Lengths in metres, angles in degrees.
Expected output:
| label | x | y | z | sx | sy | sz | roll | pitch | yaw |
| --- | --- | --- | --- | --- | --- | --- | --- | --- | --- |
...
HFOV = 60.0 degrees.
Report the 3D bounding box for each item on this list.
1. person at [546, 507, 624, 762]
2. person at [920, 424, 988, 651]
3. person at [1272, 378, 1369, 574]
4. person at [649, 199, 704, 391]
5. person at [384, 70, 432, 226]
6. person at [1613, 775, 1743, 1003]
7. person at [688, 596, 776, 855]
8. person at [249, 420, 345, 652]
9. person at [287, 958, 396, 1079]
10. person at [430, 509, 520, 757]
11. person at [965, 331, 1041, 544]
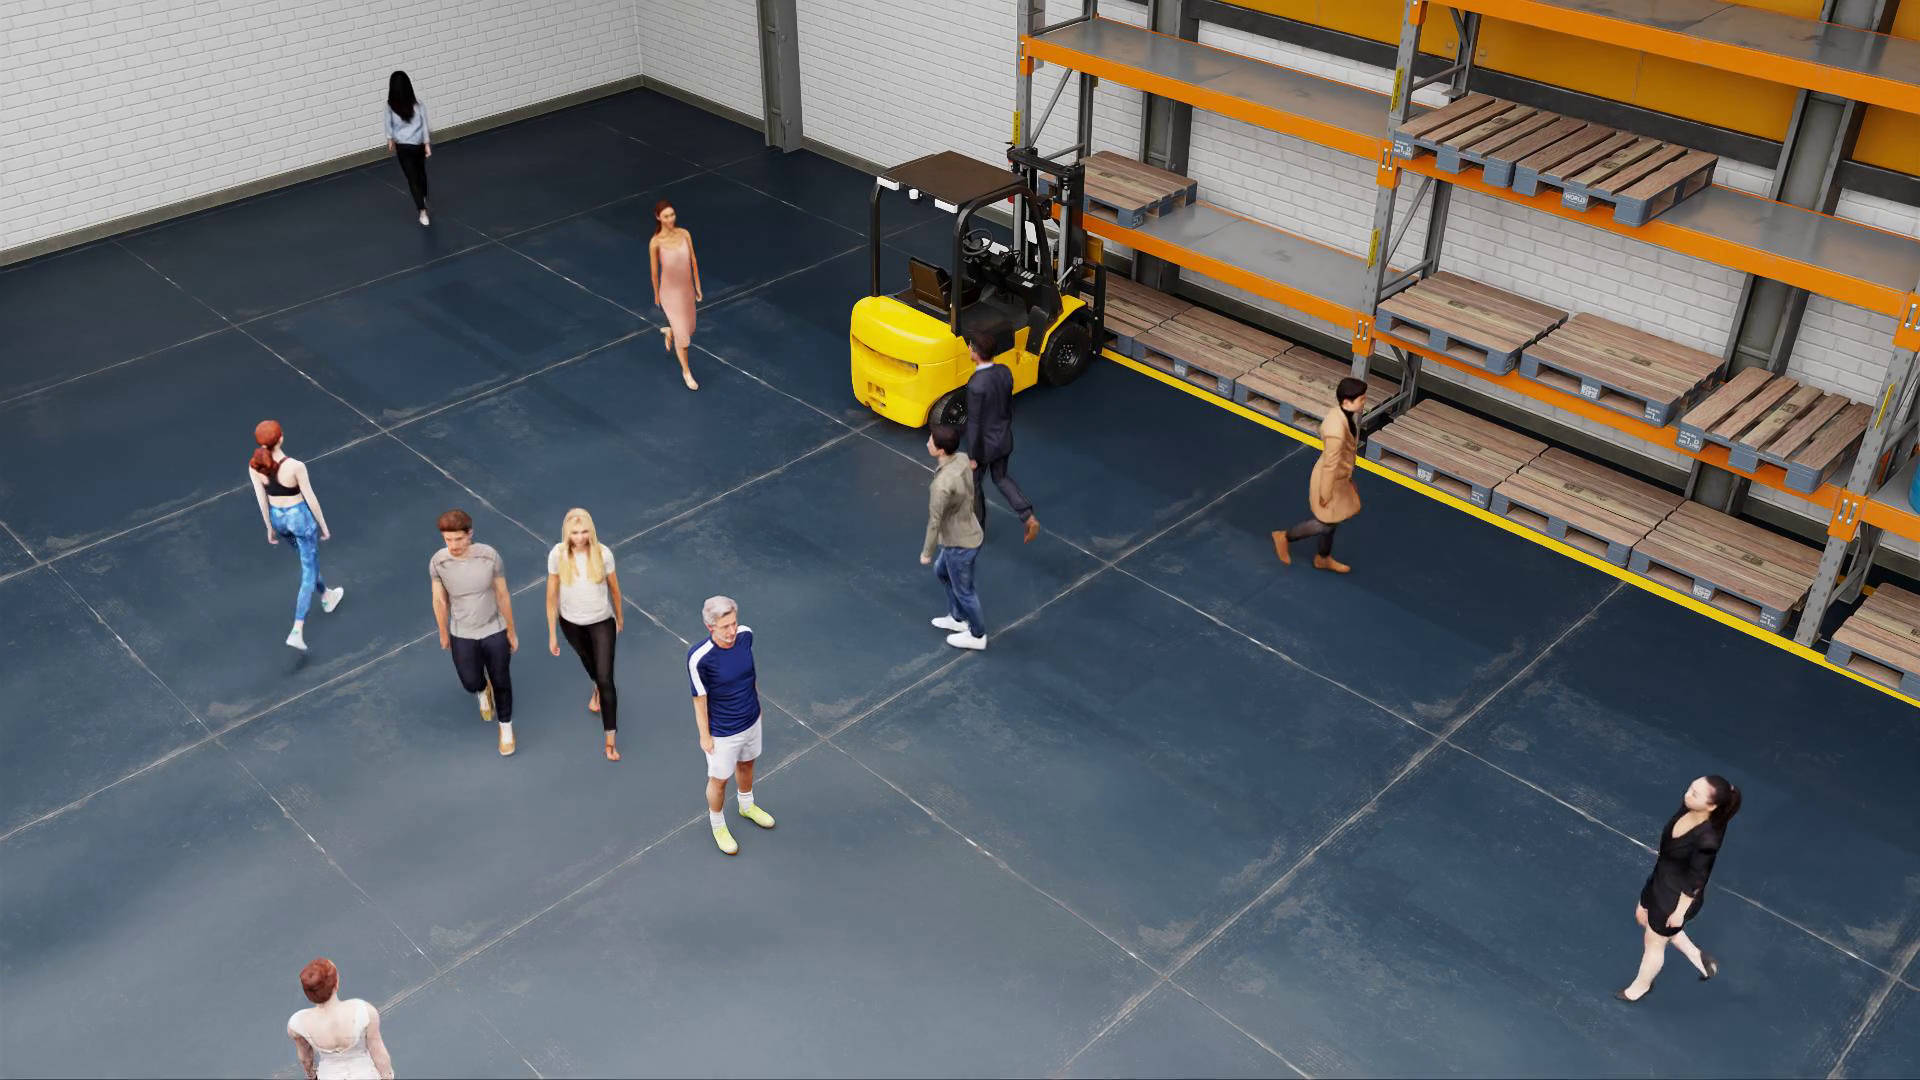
| label | x | y | z | sx | sy | sz | roll | pitch | yaw |
| --- | --- | --- | --- | --- | --- | --- | --- | --- | --- |
| person | -2.491 | 0.510 | 11.106 | 1.104 | 1.777 | 1.235 | -3 | 34 | -4 |
| person | 0.071 | 0.017 | 11.789 | 0.880 | 1.841 | 0.854 | 10 | 35 | 14 |
| person | 2.753 | -0.492 | 12.673 | 0.996 | 1.710 | 0.867 | 11 | 35 | 16 |
| person | -2.638 | -2.298 | 15.303 | 0.688 | 1.807 | 1.020 | -22 | 39 | -29 |
| person | -6.085 | -4.307 | 18.459 | 0.890 | 1.660 | 1.226 | -14 | 36 | -21 |
| person | 3.973 | 1.928 | 9.053 | 0.901 | 1.686 | 0.815 | 6 | 34 | 9 |
| person | -1.406 | 1.088 | 10.181 | 0.557 | 1.838 | 0.648 | 25 | 41 | 33 |
| person | -4.791 | -0.017 | 11.920 | 1.134 | 1.753 | 1.148 | 2 | 34 | 3 |
| person | -2.873 | 2.696 | 7.842 | 0.955 | 1.750 | 1.140 | -6 | 34 | -10 |
| person | -3.167 | 0.534 | 10.982 | 0.868 | 1.873 | 0.954 | -9 | 35 | -13 |
| person | 0.286 | -0.717 | 12.897 | 1.023 | 1.838 | 0.667 | 27 | 42 | 34 |
